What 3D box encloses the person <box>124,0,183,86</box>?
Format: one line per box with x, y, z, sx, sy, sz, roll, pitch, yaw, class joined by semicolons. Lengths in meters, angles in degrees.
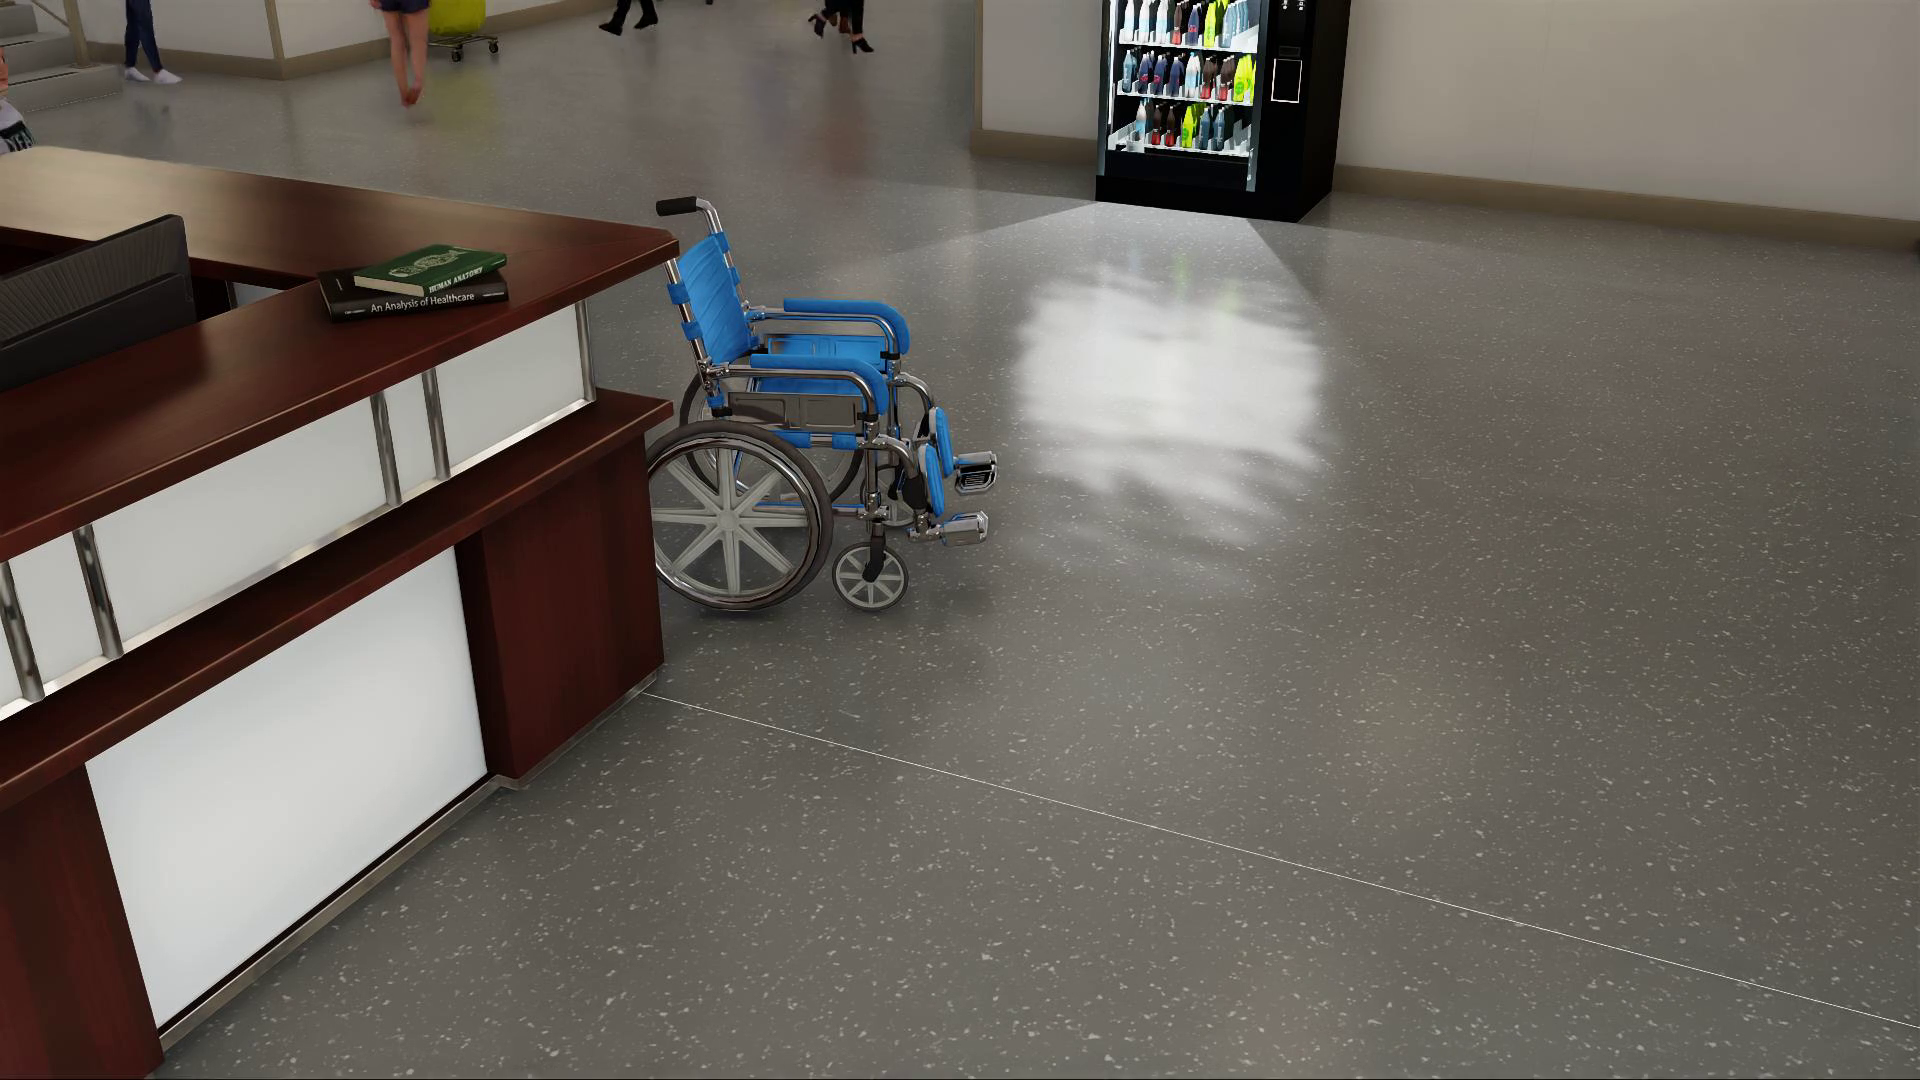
-6.455;-4.384;12.811;0.906;1.705;0.670;11;28;21;person

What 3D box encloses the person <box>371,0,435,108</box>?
-3.981;-3.894;11.830;0.929;1.674;0.933;-7;27;-13;person

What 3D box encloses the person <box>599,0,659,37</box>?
-2.958;-5.494;14.943;1.128;1.852;0.774;11;28;21;person

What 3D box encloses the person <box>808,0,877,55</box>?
-0.987;-4.980;14.021;0.957;1.726;0.853;-1;26;-3;person
